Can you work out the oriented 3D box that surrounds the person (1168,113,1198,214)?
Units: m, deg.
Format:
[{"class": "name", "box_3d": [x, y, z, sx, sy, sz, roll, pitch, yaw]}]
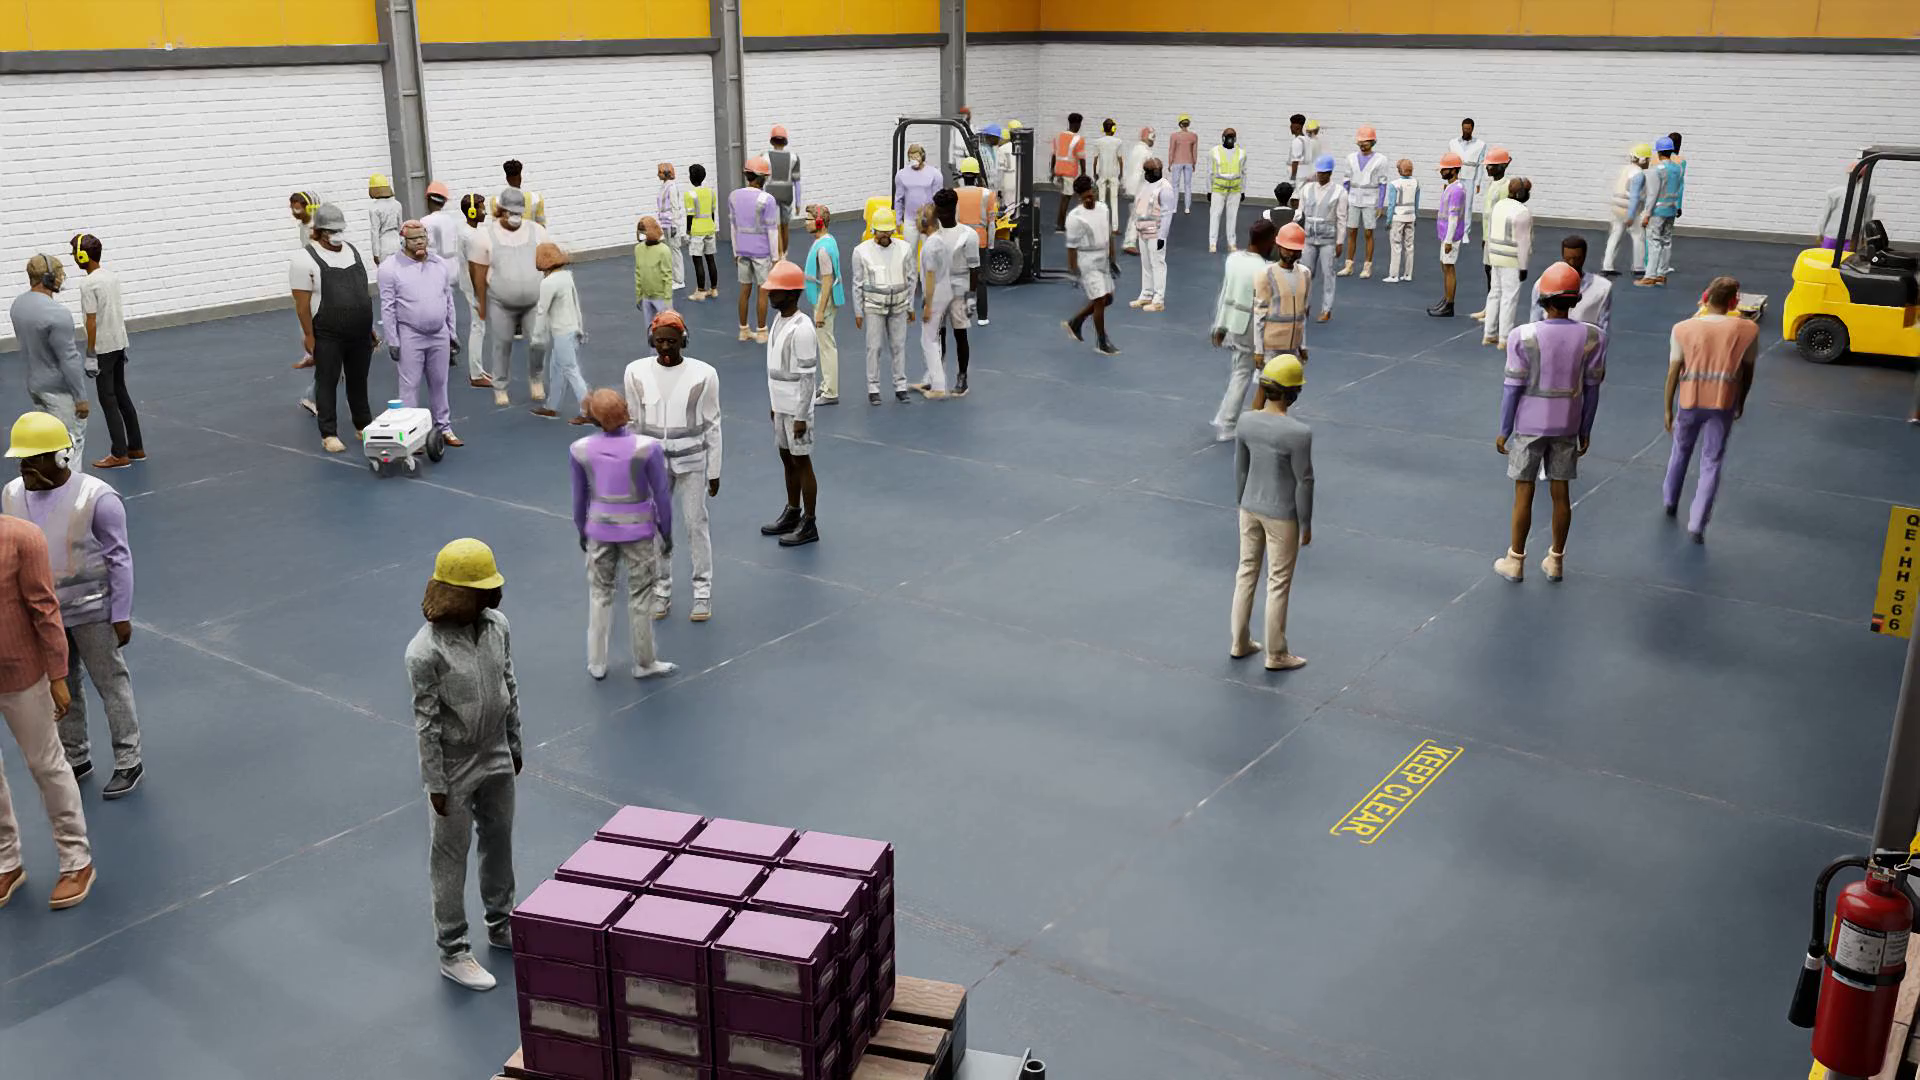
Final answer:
[{"class": "person", "box_3d": [3.977, -6.728, 29.764, 0.532, 1.758, 0.345, -3, 18, -10]}]

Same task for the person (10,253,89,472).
[{"class": "person", "box_3d": [-6.367, -1.053, 11.743, 0.636, 1.928, 0.387, 12, 21, 33]}]

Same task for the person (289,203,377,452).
[{"class": "person", "box_3d": [-5.114, -1.766, 13.781, 0.536, 2.000, 0.688, 13, 22, 35]}]

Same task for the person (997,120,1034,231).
[{"class": "person", "box_3d": [0.843, -5.445, 25.491, 0.588, 1.918, 0.397, -6, 19, -17]}]

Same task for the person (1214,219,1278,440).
[{"class": "person", "box_3d": [2.419, -1.741, 13.949, 0.474, 1.886, 0.629, -8, 19, -22]}]

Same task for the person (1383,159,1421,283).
[{"class": "person", "box_3d": [5.905, -4.257, 22.226, 0.522, 1.636, 0.311, -9, 20, -25]}]

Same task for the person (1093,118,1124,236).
[{"class": "person", "box_3d": [2.391, -5.845, 26.826, 0.518, 1.865, 0.326, 4, 18, 14]}]

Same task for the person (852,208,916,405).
[{"class": "person", "box_3d": [-0.697, -2.150, 15.350, 0.601, 1.817, 0.403, -7, 19, -20]}]

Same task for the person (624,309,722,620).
[{"class": "person", "box_3d": [-1.696, -0.439, 9.897, 0.575, 1.880, 0.359, 2, 18, 5]}]

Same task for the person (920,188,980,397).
[{"class": "person", "box_3d": [-0.112, -2.329, 15.674, 0.601, 1.958, 0.388, 11, 21, 30]}]

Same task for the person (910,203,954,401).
[{"class": "person", "box_3d": [-0.285, -2.223, 15.587, 0.455, 1.817, 0.564, 4, 18, 12]}]

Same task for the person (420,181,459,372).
[{"class": "person", "box_3d": [-5.324, -2.635, 16.777, 0.439, 1.883, 0.687, 4, 18, 12]}]

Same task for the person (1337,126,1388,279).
[{"class": "person", "box_3d": [5.461, -4.571, 22.550, 0.609, 2.044, 0.397, 13, 22, 35]}]

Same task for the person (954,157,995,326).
[{"class": "person", "box_3d": [0.113, -3.417, 19.129, 0.587, 1.928, 0.363, -1, 18, -3]}]

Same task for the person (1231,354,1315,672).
[{"class": "person", "box_3d": [1.737, -0.150, 9.174, 0.328, 1.765, 0.531, -14, 22, -37]}]

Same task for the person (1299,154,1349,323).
[{"class": "person", "box_3d": [4.208, -3.513, 19.415, 0.608, 1.942, 0.410, 12, 22, 34]}]

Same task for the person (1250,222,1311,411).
[{"class": "person", "box_3d": [2.593, -1.581, 13.374, 0.547, 1.934, 0.376, -10, 20, -29]}]

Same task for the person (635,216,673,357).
[{"class": "person", "box_3d": [-2.985, -2.363, 16.325, 0.499, 1.624, 0.303, 13, 22, 35]}]

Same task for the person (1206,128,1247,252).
[{"class": "person", "box_3d": [4.006, -5.256, 25.016, 0.626, 1.846, 0.429, -2, 18, -6]}]

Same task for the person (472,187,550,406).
[{"class": "person", "box_3d": [-4.084, -2.241, 15.265, 0.698, 2.000, 0.569, -7, 19, -22]}]

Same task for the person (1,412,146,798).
[{"class": "person", "box_3d": [-4.091, 0.305, 7.637, 0.599, 1.832, 0.404, 3, 18, 8]}]

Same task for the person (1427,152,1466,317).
[{"class": "person", "box_3d": [5.794, -3.628, 19.789, 0.389, 1.930, 0.544, 3, 18, 10]}]

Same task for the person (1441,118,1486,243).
[{"class": "person", "box_3d": [7.876, -5.620, 26.032, 0.593, 1.920, 0.391, 8, 19, 24]}]

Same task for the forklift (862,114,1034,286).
[{"class": "forklift", "box_3d": [-0.171, -4.594, 22.377, 2.313, 2.155, 1.214, 1, 18, 3]}]

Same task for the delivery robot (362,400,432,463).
[{"class": "delivery robot", "box_3d": [-4.472, -0.870, 13.229, 0.477, 0.478, 0.707, 1, 18, 2]}]

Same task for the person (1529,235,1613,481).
[{"class": "person", "box_3d": [4.710, -1.426, 12.946, 0.609, 1.898, 0.548, 7, 19, 20]}]

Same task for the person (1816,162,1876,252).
[{"class": "person", "box_3d": [11.007, -3.819, 20.698, 0.583, 1.731, 0.439, 6, 19, 17]}]

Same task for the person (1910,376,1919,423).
[{"class": "person", "box_3d": [8.767, -1.936, 14.685, 0.962, 1.821, 0.540, -14, 23, -38]}]

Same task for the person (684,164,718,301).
[{"class": "person", "box_3d": [-3.259, -3.851, 20.858, 0.316, 1.695, 0.541, 11, 21, 32]}]

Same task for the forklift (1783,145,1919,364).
[{"class": "forklift", "box_3d": [9.803, -2.879, 17.013, 2.313, 2.155, 1.214, 12, 21, 33]}]

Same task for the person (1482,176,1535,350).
[{"class": "person", "box_3d": [5.916, -2.975, 17.888, 0.429, 1.840, 0.633, -5, 18, -14]}]
